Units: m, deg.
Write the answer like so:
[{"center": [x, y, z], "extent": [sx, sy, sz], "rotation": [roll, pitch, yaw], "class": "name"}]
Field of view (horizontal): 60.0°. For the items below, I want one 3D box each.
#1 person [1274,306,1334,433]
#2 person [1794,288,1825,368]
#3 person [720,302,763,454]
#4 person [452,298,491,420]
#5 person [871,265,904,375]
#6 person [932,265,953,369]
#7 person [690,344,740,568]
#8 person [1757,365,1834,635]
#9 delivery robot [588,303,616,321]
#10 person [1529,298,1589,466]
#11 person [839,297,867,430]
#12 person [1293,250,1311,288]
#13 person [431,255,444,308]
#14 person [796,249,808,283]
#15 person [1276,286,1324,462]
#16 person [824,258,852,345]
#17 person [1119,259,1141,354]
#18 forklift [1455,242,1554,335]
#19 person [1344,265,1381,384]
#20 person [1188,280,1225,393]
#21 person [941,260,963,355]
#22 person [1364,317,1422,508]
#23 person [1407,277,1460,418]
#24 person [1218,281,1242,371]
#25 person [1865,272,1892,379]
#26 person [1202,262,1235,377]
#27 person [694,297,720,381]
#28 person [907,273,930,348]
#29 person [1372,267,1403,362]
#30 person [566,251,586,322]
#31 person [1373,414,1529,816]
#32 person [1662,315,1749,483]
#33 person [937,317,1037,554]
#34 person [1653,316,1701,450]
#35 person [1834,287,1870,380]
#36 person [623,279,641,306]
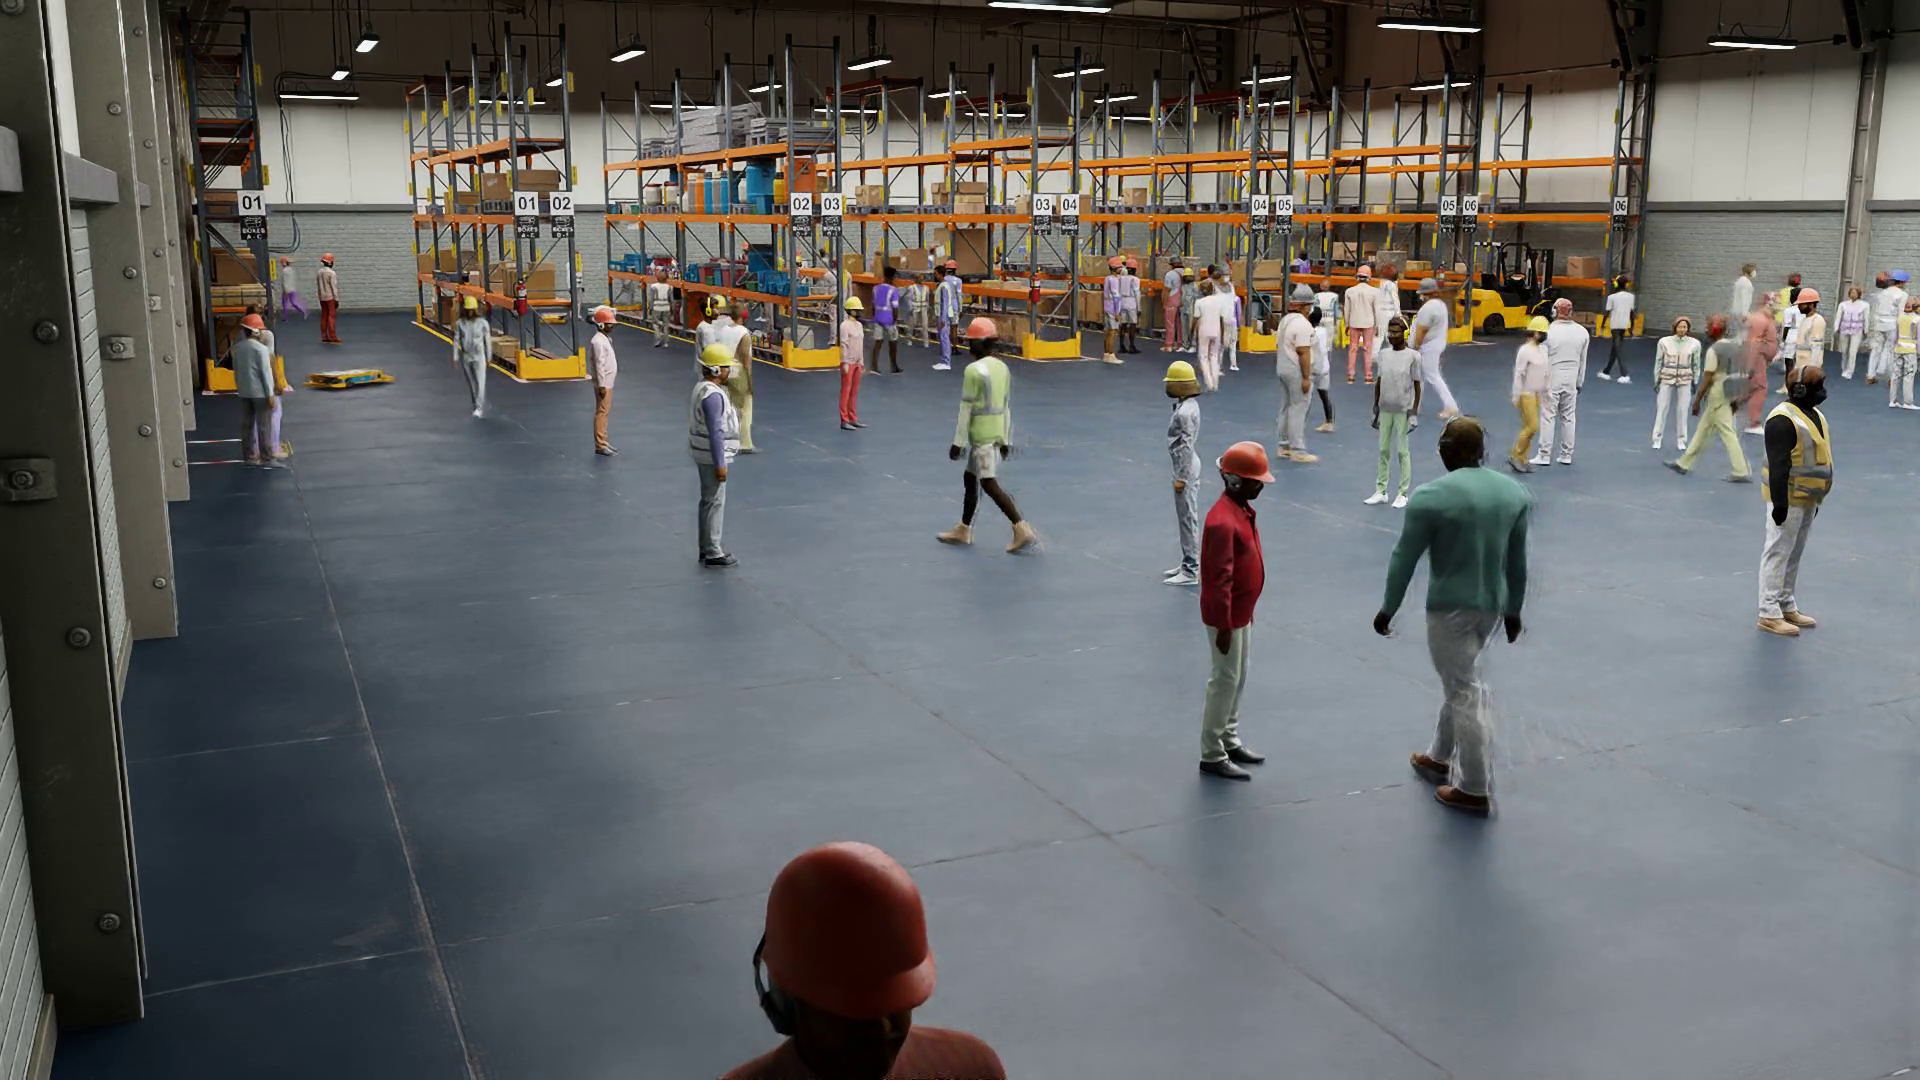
[{"center": [4.598, -2.248, 21.924], "extent": [0.855, 1.651, 0.548], "rotation": [11, 15, 43], "class": "person"}, {"center": [10.761, -2.232, 21.188], "extent": [0.390, 1.923, 0.549], "rotation": [1, 11, 7], "class": "person"}, {"center": [-2.676, -1.924, 19.851], "extent": [0.530, 1.825, 0.582], "rotation": [-9, 14, -38], "class": "person"}, {"center": [-6.853, -2.544, 23.353], "extent": [0.497, 1.691, 0.921], "rotation": [0, 11, -1], "class": "person"}, {"center": [-1.343, -3.912, 29.664], "extent": [0.665, 1.968, 0.526], "rotation": [8, 14, 35], "class": "person"}, {"center": [-0.314, -4.113, 30.744], "extent": [0.374, 1.916, 0.596], "rotation": [-1, 11, -6], "class": "person"}, {"center": [-1.994, -0.682, 13.566], "extent": [0.404, 1.824, 0.585], "rotation": [-3, 11, -14], "class": "person"}, {"center": [5.761, -0.281, 11.462], "extent": [0.625, 1.846, 0.429], "rotation": [-11, 15, -43], "class": "person"}, {"center": [-9.258, -5.894, 43.034], "extent": [0.707, 0.478, 0.477], "rotation": [-9, 14, -40], "class": "delivery robot"}, {"center": [6.818, -1.797, 19.005], "extent": [0.641, 1.908, 0.408], "rotation": [-3, 11, -13], "class": "person"}, {"center": [-1.426, -2.358, 22.211], "extent": [0.321, 1.769, 0.523], "rotation": [5, 12, 25], "class": "person"}, {"center": [9.798, -7.390, 47.645], "extent": [0.634, 1.829, 0.678], "rotation": [-6, 13, -27], "class": "person"}, {"center": [-14.858, -7.285, 47.257], "extent": [0.525, 1.769, 0.310], "rotation": [6, 13, 30], "class": "person"}, {"center": [-5.061, -8.278, 52.380], "extent": [0.574, 1.738, 0.352], "rotation": [-3, 11, -13], "class": "person"}, {"center": [3.975, -1.942, 19.399], "extent": [0.536, 2.000, 0.688], "rotation": [-2, 11, -10], "class": "person"}, {"center": [-2.681, -5.224, 36.422], "extent": [0.641, 1.908, 0.407], "rotation": [-4, 12, -18], "class": "person"}, {"center": [3.499, -4.792, 34.155], "extent": [0.378, 1.932, 0.551], "rotation": [-10, 15, -43], "class": "person"}, {"center": [13.047, -6.049, 39.881], "extent": [2.313, 2.155, 1.214], "rotation": [-5, 12, -23], "class": "forklift"}, {"center": [6.781, -3.621, 28.051], "extent": [0.612, 1.995, 0.376], "rotation": [5, 12, 23], "class": "person"}, {"center": [3.992, -3.250, 26.618], "extent": [0.523, 1.816, 0.581], "rotation": [-4, 12, -20], "class": "person"}, {"center": [-0.181, -4.715, 33.788], "extent": [0.546, 1.928, 0.384], "rotation": [5, 12, 26], "class": "person"}, {"center": [4.266, -1.253, 16.333], "extent": [0.516, 1.872, 0.327], "rotation": [11, 16, 44], "class": "person"}, {"center": [6.672, -2.749, 23.503], "extent": [0.978, 2.000, 0.681], "rotation": [6, 13, 30], "class": "person"}, {"center": [4.903, -3.913, 30.442], "extent": [0.511, 1.641, 0.307], "rotation": [6, 13, 28], "class": "person"}, {"center": [16.093, -3.721, 28.890], "extent": [0.492, 1.864, 0.645], "rotation": [6, 12, 26], "class": "person"}, {"center": [4.550, -3.927, 29.488], "extent": [0.705, 2.000, 0.743], "rotation": [-7, 13, -30], "class": "person"}, {"center": [-3.078, -2.027, 20.309], "extent": [0.327, 1.861, 0.507], "rotation": [-1, 11, -8], "class": "person"}, {"center": [-0.902, -4.941, 35.744], "extent": [0.514, 1.607, 0.768], "rotation": [-4, 12, -21], "class": "person"}, {"center": [8.375, -4.338, 32.094], "extent": [0.950, 1.839, 0.599], "rotation": [1, 11, 3], "class": "person"}, {"center": [-10.159, -6.704, 44.001], "extent": [0.338, 1.882, 0.583], "rotation": [6, 13, 27], "class": "person"}, {"center": [2.396, 0.337, 8.164], "extent": [0.659, 1.894, 0.870], "rotation": [-5, 12, -22], "class": "person"}, {"center": [8.143, -1.530, 17.971], "extent": [0.997, 1.786, 0.575], "rotation": [10, 15, 41], "class": "person"}, {"center": [0.258, -0.892, 14.172], "extent": [0.995, 2.009, 0.605], "rotation": [6, 12, 26], "class": "person"}, {"center": [8.736, -1.909, 20.286], "extent": [0.519, 1.633, 0.314], "rotation": [4, 12, 19], "class": "person"}, {"center": [15.593, -3.631, 29.099], "extent": [0.525, 1.607, 0.806], "rotation": [9, 14, 39], "class": "person"}, {"center": [-9.176, -7.168, 46.784], "extent": [0.698, 1.718, 0.503], "rotation": [-10, 15, -43], "class": "person"}]
